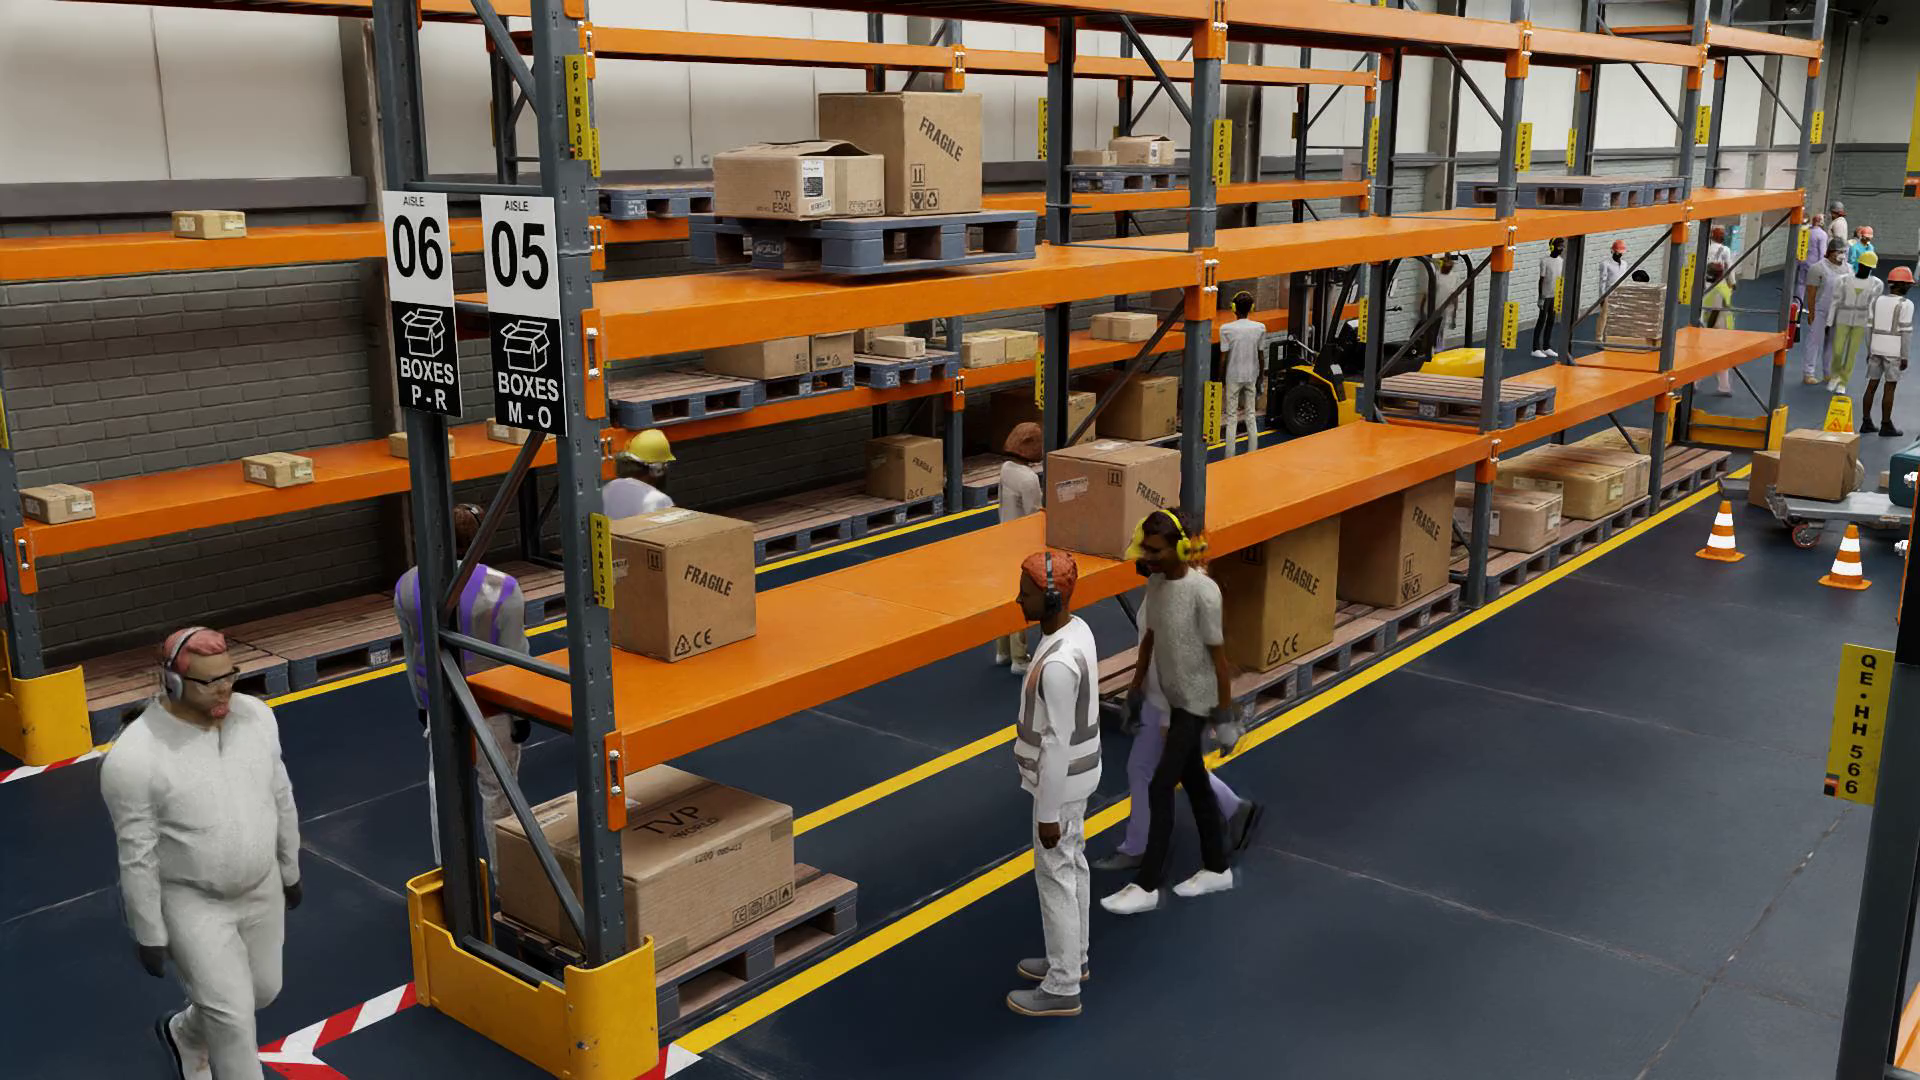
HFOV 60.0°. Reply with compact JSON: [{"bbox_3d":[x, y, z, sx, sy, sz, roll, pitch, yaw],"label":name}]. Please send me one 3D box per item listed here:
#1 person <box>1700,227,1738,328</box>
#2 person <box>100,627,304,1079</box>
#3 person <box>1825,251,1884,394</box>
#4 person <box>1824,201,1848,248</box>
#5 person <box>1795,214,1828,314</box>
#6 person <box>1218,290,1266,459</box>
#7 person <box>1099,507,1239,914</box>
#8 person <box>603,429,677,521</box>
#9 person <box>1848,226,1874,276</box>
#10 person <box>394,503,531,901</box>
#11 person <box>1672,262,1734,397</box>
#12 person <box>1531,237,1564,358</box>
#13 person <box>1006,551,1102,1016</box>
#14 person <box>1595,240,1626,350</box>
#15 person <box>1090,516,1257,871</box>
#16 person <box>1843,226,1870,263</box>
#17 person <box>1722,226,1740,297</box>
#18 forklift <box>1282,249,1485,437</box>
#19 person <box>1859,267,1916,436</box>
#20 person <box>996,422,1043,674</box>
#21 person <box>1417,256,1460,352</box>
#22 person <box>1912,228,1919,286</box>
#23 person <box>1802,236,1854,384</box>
[{"bbox_3d":[12.902,-4.389,28.351,0.990,1.833,0.575,-5,15,-21],"label":"person"},{"bbox_3d":[-2.528,1.178,5.633,0.838,1.869,0.653,7,16,27],"label":"person"},{"bbox_3d":[11.828,-2.870,22.038,0.630,1.899,0.450,6,15,24],"label":"person"},{"bbox_3d":[17.951,-5.947,34.281,0.535,2.000,0.688,8,16,28],"label":"person"},{"bbox_3d":[16.388,-5.300,31.956,0.396,1.899,0.669,-4,14,-14],"label":"person"},{"bbox_3d":[2.853,-1.602,16.946,0.510,1.872,0.329,-2,14,-9],"label":"person"},{"bbox_3d":[0.900,0.760,7.395,0.840,1.828,0.546,-5,15,-21],"label":"person"},{"bbox_3d":[-1.740,0.252,9.545,0.625,1.788,0.873,13,19,42],"label":"person"},{"bbox_3d":[16.443,-4.841,30.377,0.564,1.748,0.339,-6,15,-22],"label":"person"},{"bbox_3d":[-2.195,0.737,7.505,0.616,1.835,0.429,4,14,15],"label":"person"},{"bbox_3d":[9.794,-2.750,21.776,0.803,1.786,0.658,3,14,11],"label":"person"},{"bbox_3d":[9.134,-3.757,25.750,0.511,1.861,0.326,-9,16,-32],"label":"person"},{"bbox_3d":[0.379,0.953,6.535,0.346,1.879,0.580,2,14,10],"label":"person"},{"bbox_3d":[10.456,-3.918,26.631,0.560,1.743,0.337,-7,16,-28],"label":"person"},{"bbox_3d":[1.021,0.721,7.763,0.743,1.734,0.537,0,14,1],"label":"person"},{"bbox_3d":[17.456,-5.292,32.448,0.523,1.636,0.311,-1,14,-5],"label":"person"},{"bbox_3d":[16.247,-6.161,35.169,0.387,2.034,0.605,5,15,20],"label":"person"},{"bbox_3d":[4.886,-2.214,18.767,2.313,2.155,1.214,11,18,38],"label":"forklift"},{"bbox_3d":[10.662,-2.162,19.093,0.375,1.934,0.547,-5,15,-20],"label":"person"},{"bbox_3d":[0.400,0.048,10.715,0.267,1.631,0.507,-5,15,-20],"label":"person"},{"bbox_3d":[6.740,-3.146,23.371,0.487,1.804,0.944,-4,14,-17],"label":"person"},{"bbox_3d":[21.736,-6.576,37.270,0.598,1.832,0.986,3,14,13],"label":"person"},{"bbox_3d":[12.036,-3.165,22.956,0.681,2.000,0.538,-3,14,-12],"label":"person"}]
